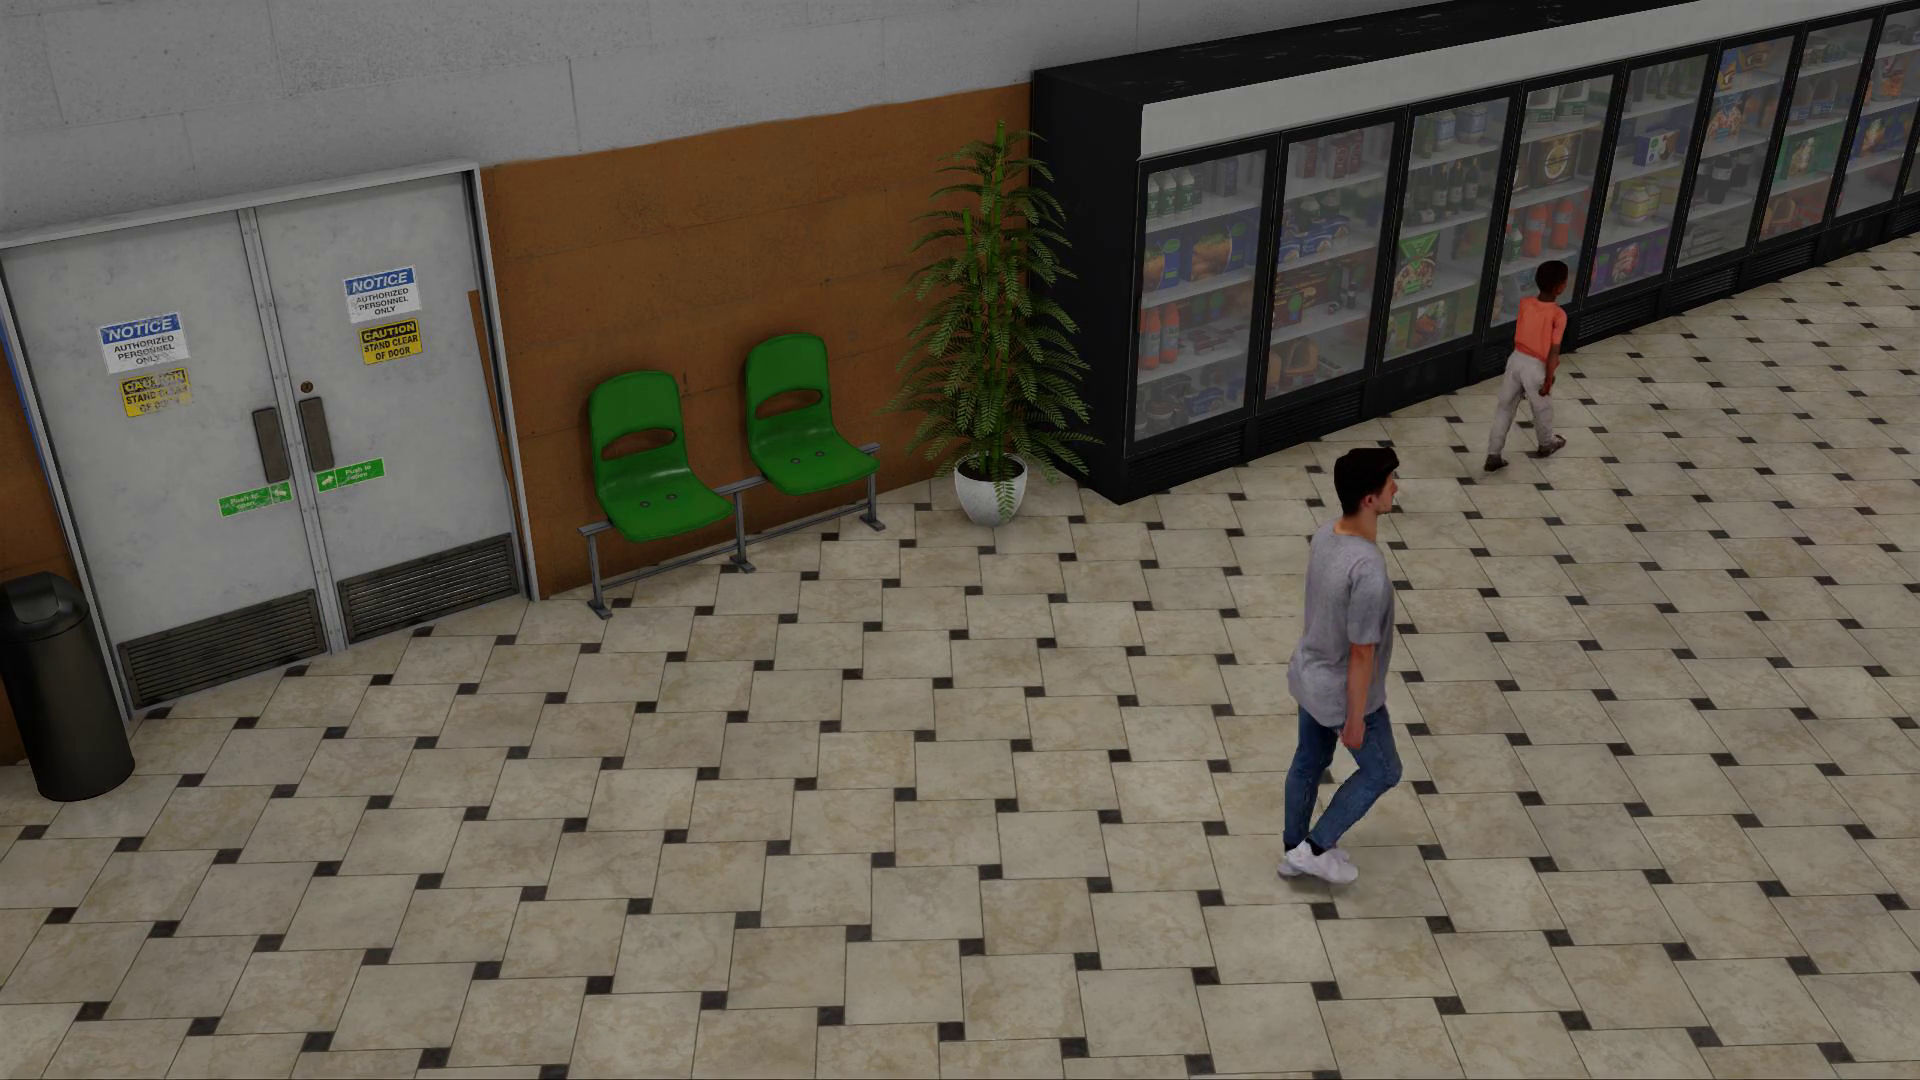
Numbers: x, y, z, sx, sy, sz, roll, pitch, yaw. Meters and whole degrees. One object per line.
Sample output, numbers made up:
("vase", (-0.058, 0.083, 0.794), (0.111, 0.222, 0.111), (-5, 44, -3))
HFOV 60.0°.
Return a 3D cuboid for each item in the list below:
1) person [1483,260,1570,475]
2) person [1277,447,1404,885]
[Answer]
("person", (3.260, -0.969, 9.623), (0.590, 1.280, 0.823), (-21, 35, -33))
("person", (1.349, 0.529, 6.255), (0.854, 1.877, 0.734), (-5, 29, -10))
